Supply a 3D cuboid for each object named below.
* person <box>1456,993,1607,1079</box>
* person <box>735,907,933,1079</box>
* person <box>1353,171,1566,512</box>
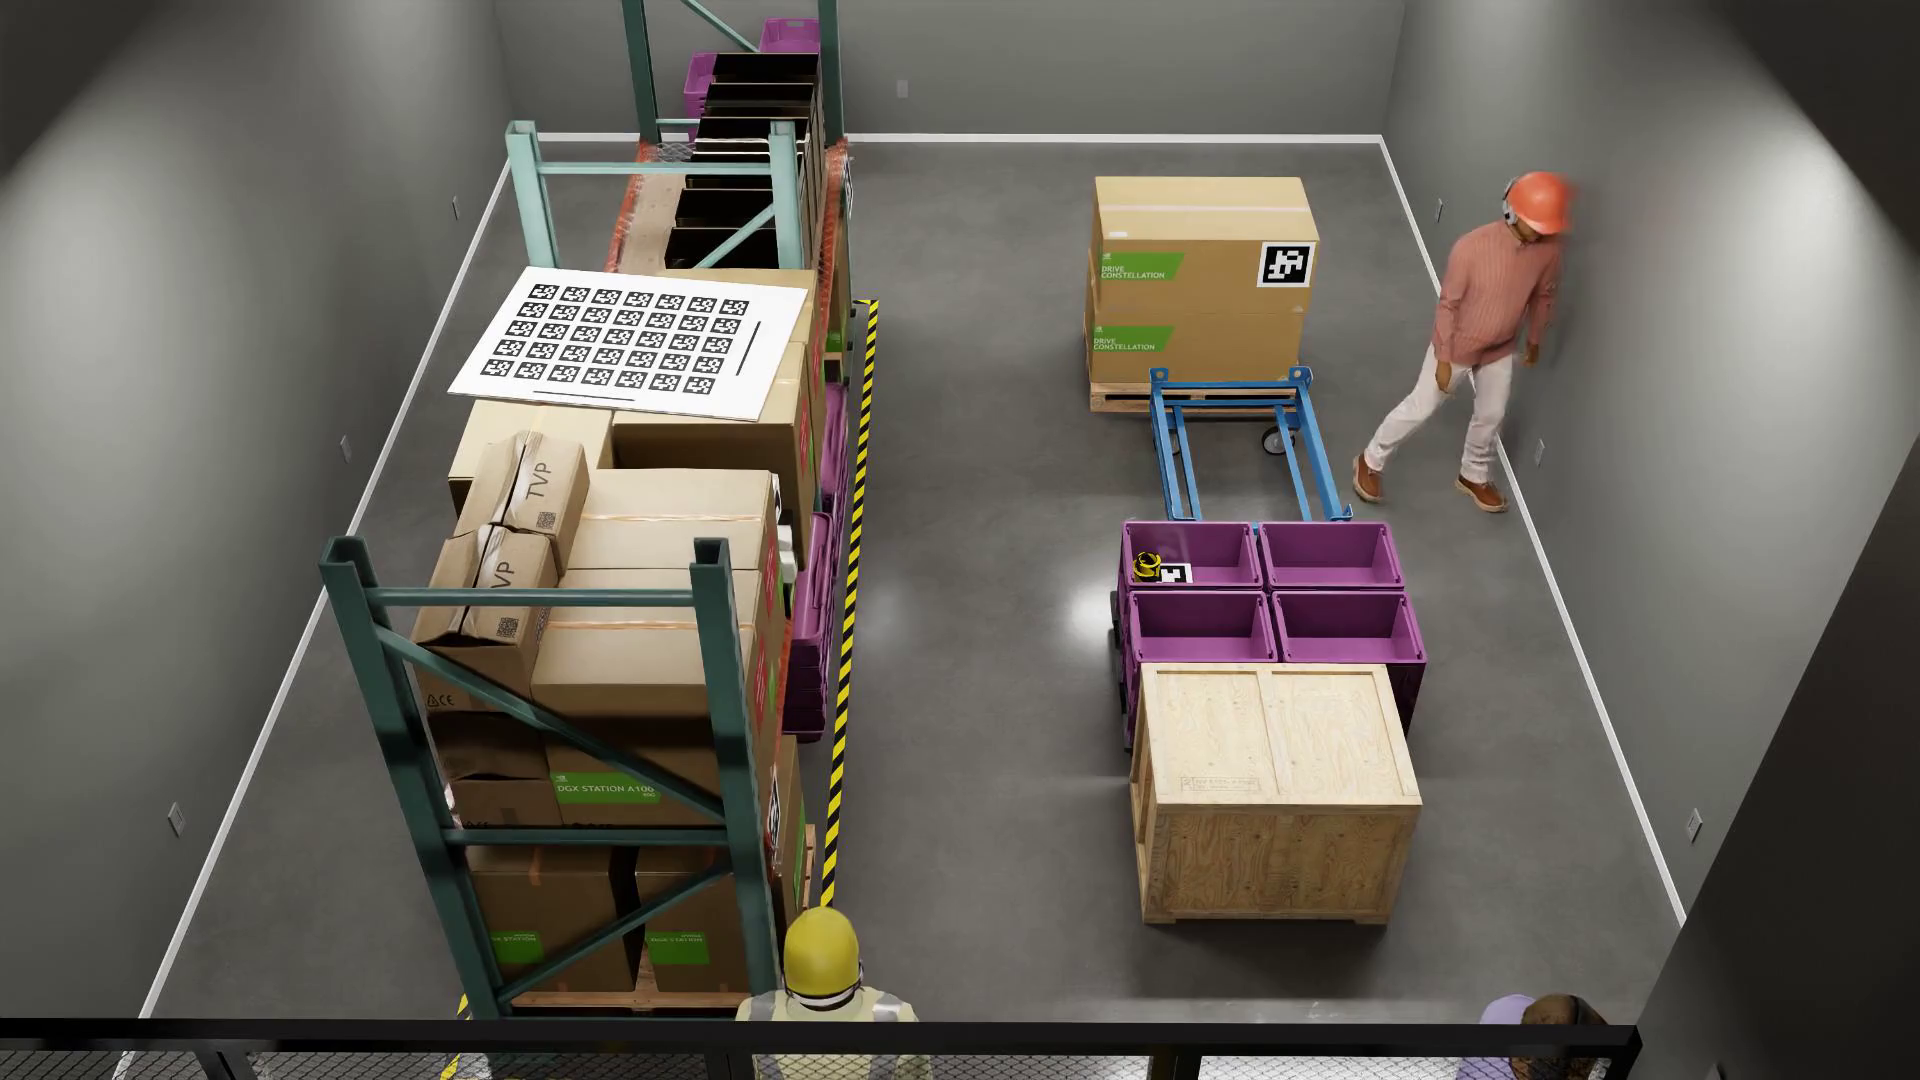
[{"bbox_3d":[1.534,1.933,4.914,0.376,1.934,0.627,12,43,13],"label":"person"},{"bbox_3d":[-0.377,1.747,5.197,0.588,1.837,0.403,1,41,1],"label":"person"},{"bbox_3d":[2.499,-0.976,8.211,0.838,1.964,0.601,-11,42,-12],"label":"person"}]
